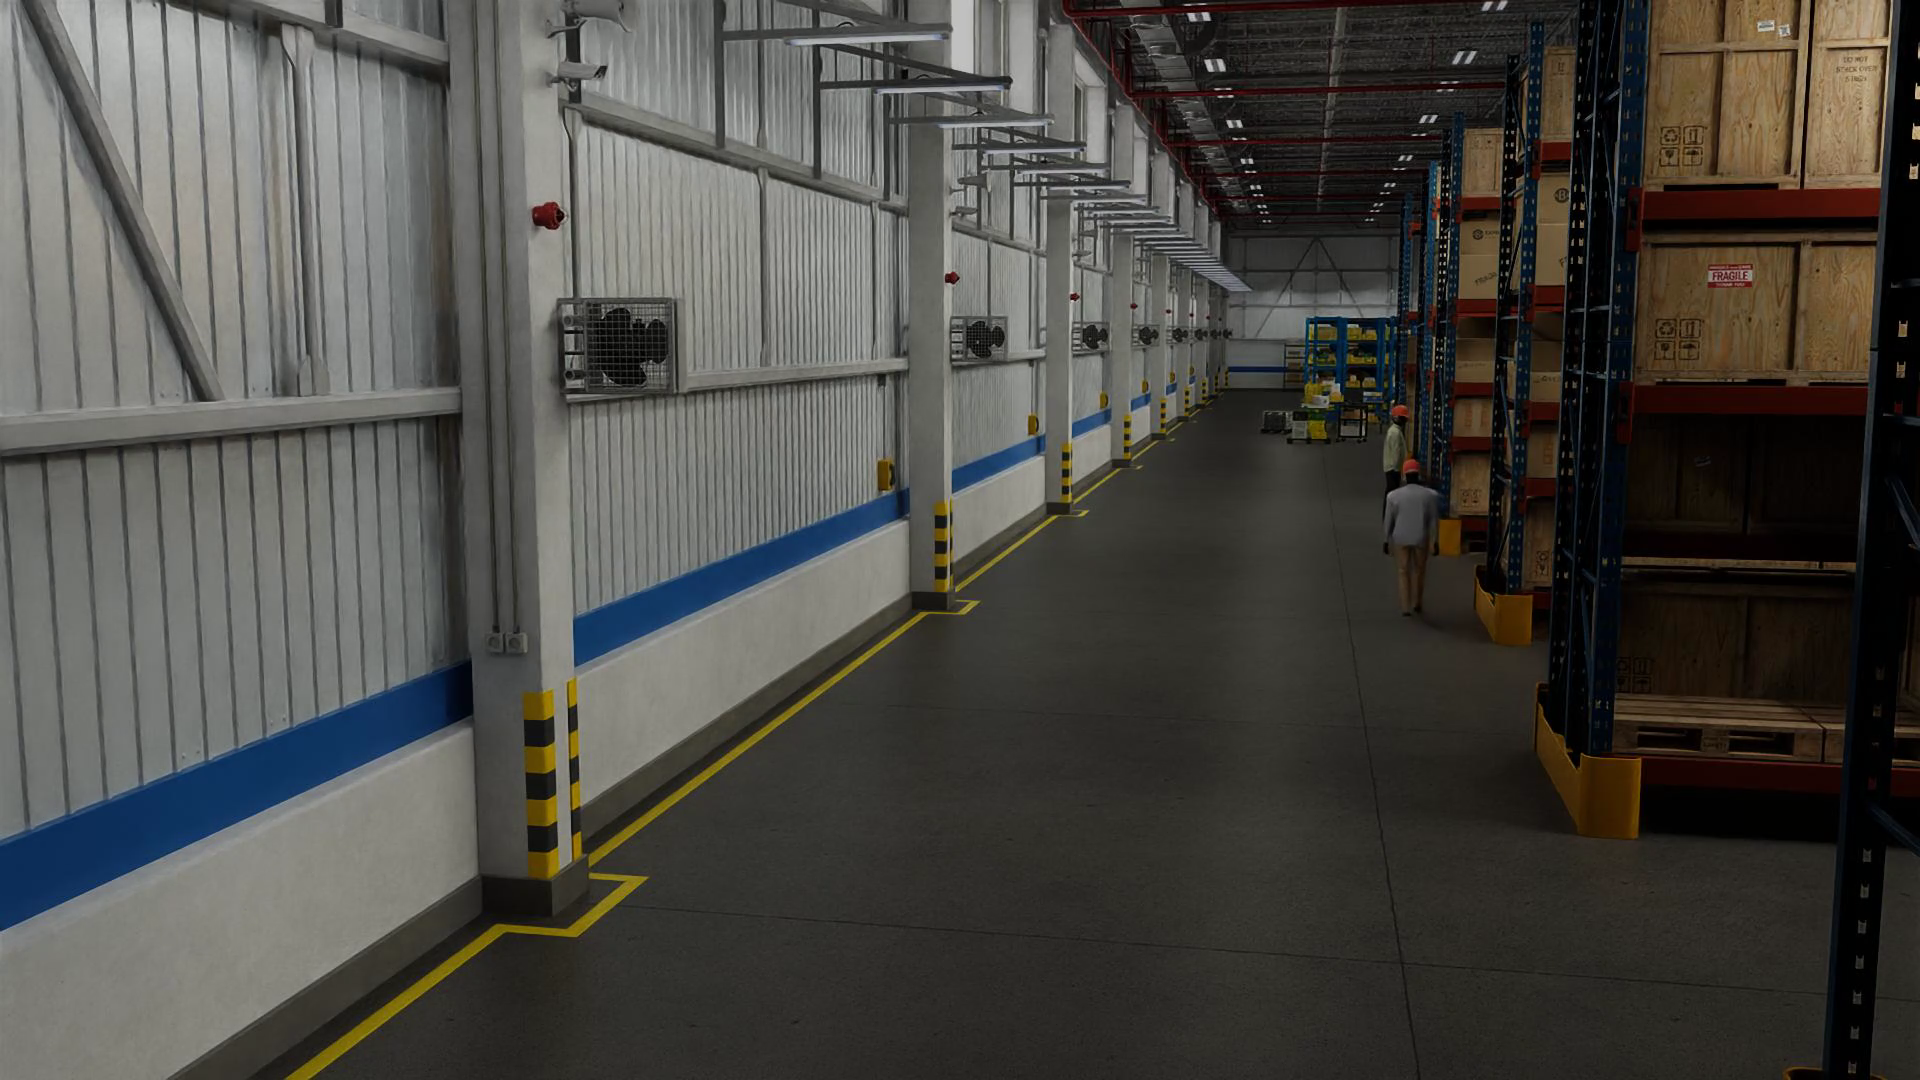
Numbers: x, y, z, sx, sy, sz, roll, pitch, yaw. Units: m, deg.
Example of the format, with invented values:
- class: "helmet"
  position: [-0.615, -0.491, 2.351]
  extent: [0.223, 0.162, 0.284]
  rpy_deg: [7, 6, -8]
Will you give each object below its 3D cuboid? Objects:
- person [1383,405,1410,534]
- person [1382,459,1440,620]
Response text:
- class: "person"
  position: [6.708, -1.080, 25.584]
  extent: [0.392, 1.988, 0.608]
  rpy_deg: [1, 7, 8]
- class: "person"
  position: [4.909, -0.022, 18.141]
  extent: [0.594, 1.716, 0.791]
  rpy_deg: [1, 7, 11]
